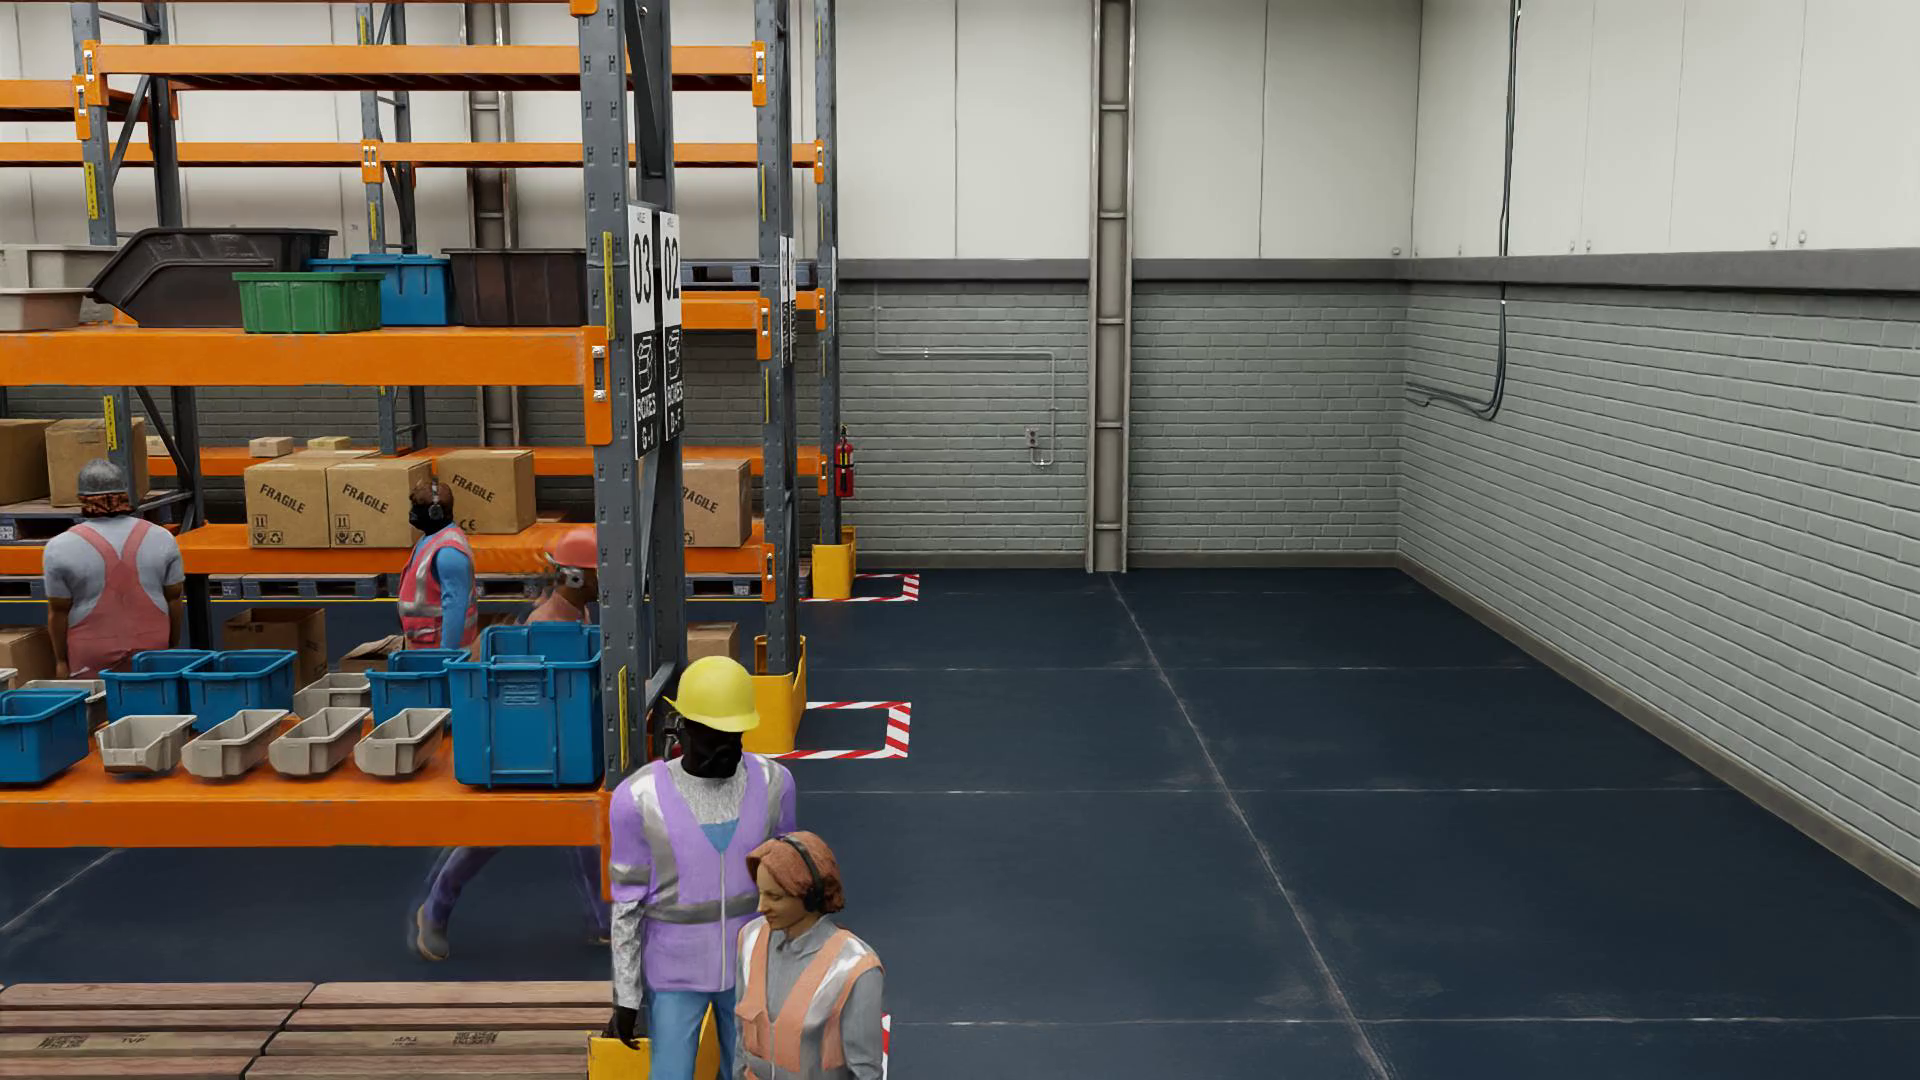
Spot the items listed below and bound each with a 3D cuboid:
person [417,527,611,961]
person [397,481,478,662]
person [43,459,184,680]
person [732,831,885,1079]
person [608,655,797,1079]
[{"bbox_3d":[-1.910,0.896,7.326,1.085,1.929,0.653,1,9,9],"label":"person"},{"bbox_3d":[-2.971,0.580,9.479,0.429,1.844,0.626,-5,10,-28],"label":"person"},{"bbox_3d":[-4.571,0.559,8.998,0.680,2.000,0.535,-8,12,-41],"label":"person"},{"bbox_3d":[-0.388,1.533,4.282,0.524,1.631,0.316,8,12,40],"label":"person"},{"bbox_3d":[-0.743,1.277,4.991,0.598,1.916,0.398,-5,10,-28],"label":"person"}]
